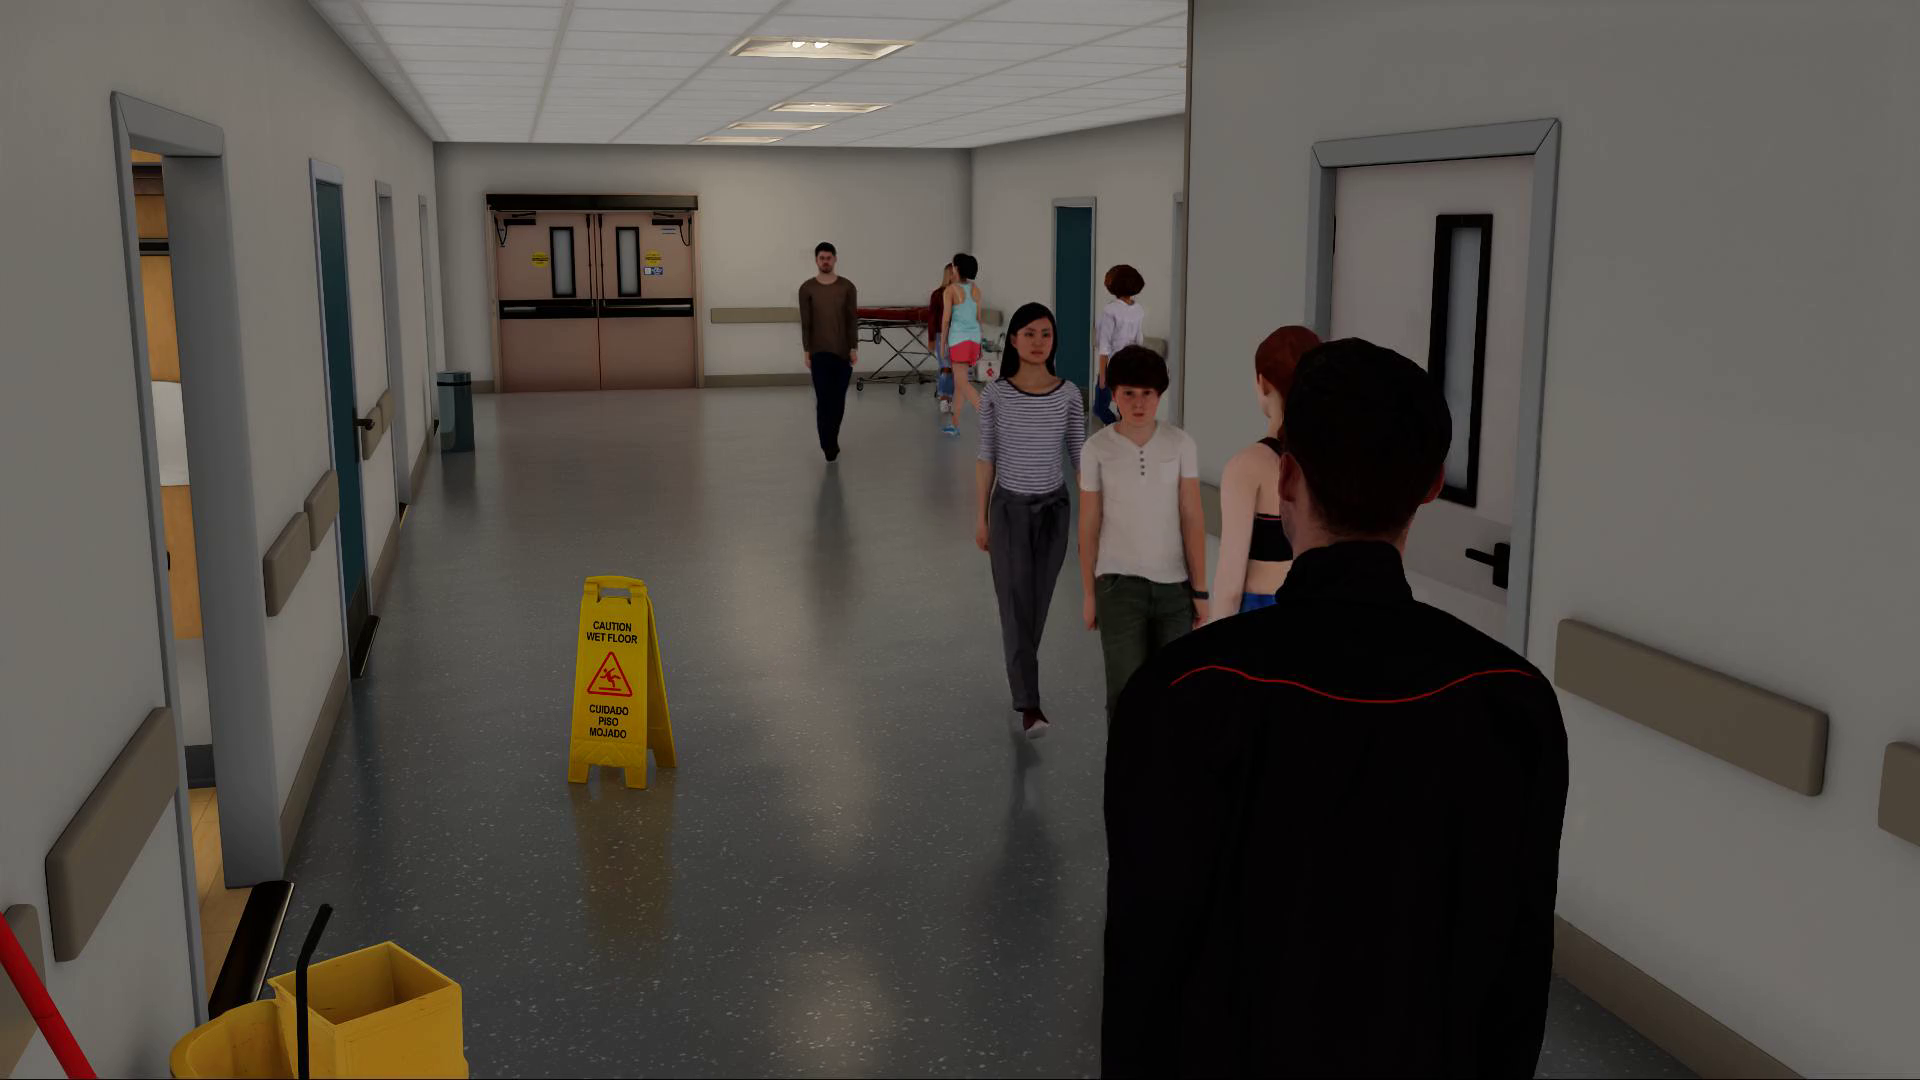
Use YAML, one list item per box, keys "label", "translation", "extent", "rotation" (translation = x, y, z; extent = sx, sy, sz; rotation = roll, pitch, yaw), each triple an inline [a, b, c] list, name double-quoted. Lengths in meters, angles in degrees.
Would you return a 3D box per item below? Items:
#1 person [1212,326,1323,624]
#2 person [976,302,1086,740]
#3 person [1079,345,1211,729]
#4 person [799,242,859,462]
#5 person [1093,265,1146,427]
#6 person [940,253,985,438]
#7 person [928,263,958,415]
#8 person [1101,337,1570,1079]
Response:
- label: "person"
  translation: [0.816, 0.360, 4.190]
  extent: [0.583, 1.783, 0.602]
  rotation: [-5, 12, -23]
- label: "person"
  translation: [0.280, -0.070, 6.740]
  extent: [0.786, 1.677, 1.228]
  rotation: [-1, 11, -4]
- label: "person"
  translation: [0.615, 0.162, 5.616]
  extent: [0.744, 1.641, 1.018]
  rotation: [-1, 11, -4]
- label: "person"
  translation: [-1.113, -1.597, 14.376]
  extent: [0.671, 1.831, 1.203]
  rotation: [-2, 11, -12]
- label: "person"
  translation: [1.392, -1.434, 13.878]
  extent: [0.768, 1.696, 0.802]
  rotation: [-8, 14, -37]
- label: "person"
  translation: [0.087, -1.795, 15.679]
  extent: [0.866, 1.734, 1.222]
  rotation: [-8, 13, -36]
- label: "person"
  translation: [-0.143, -2.159, 17.901]
  extent: [0.655, 1.620, 0.665]
  rotation: [-5, 12, -25]
- label: "person"
  translation: [0.408, 0.743, 1.865]
  extent: [0.713, 1.898, 0.944]
  rotation: [-2, 11, -10]
